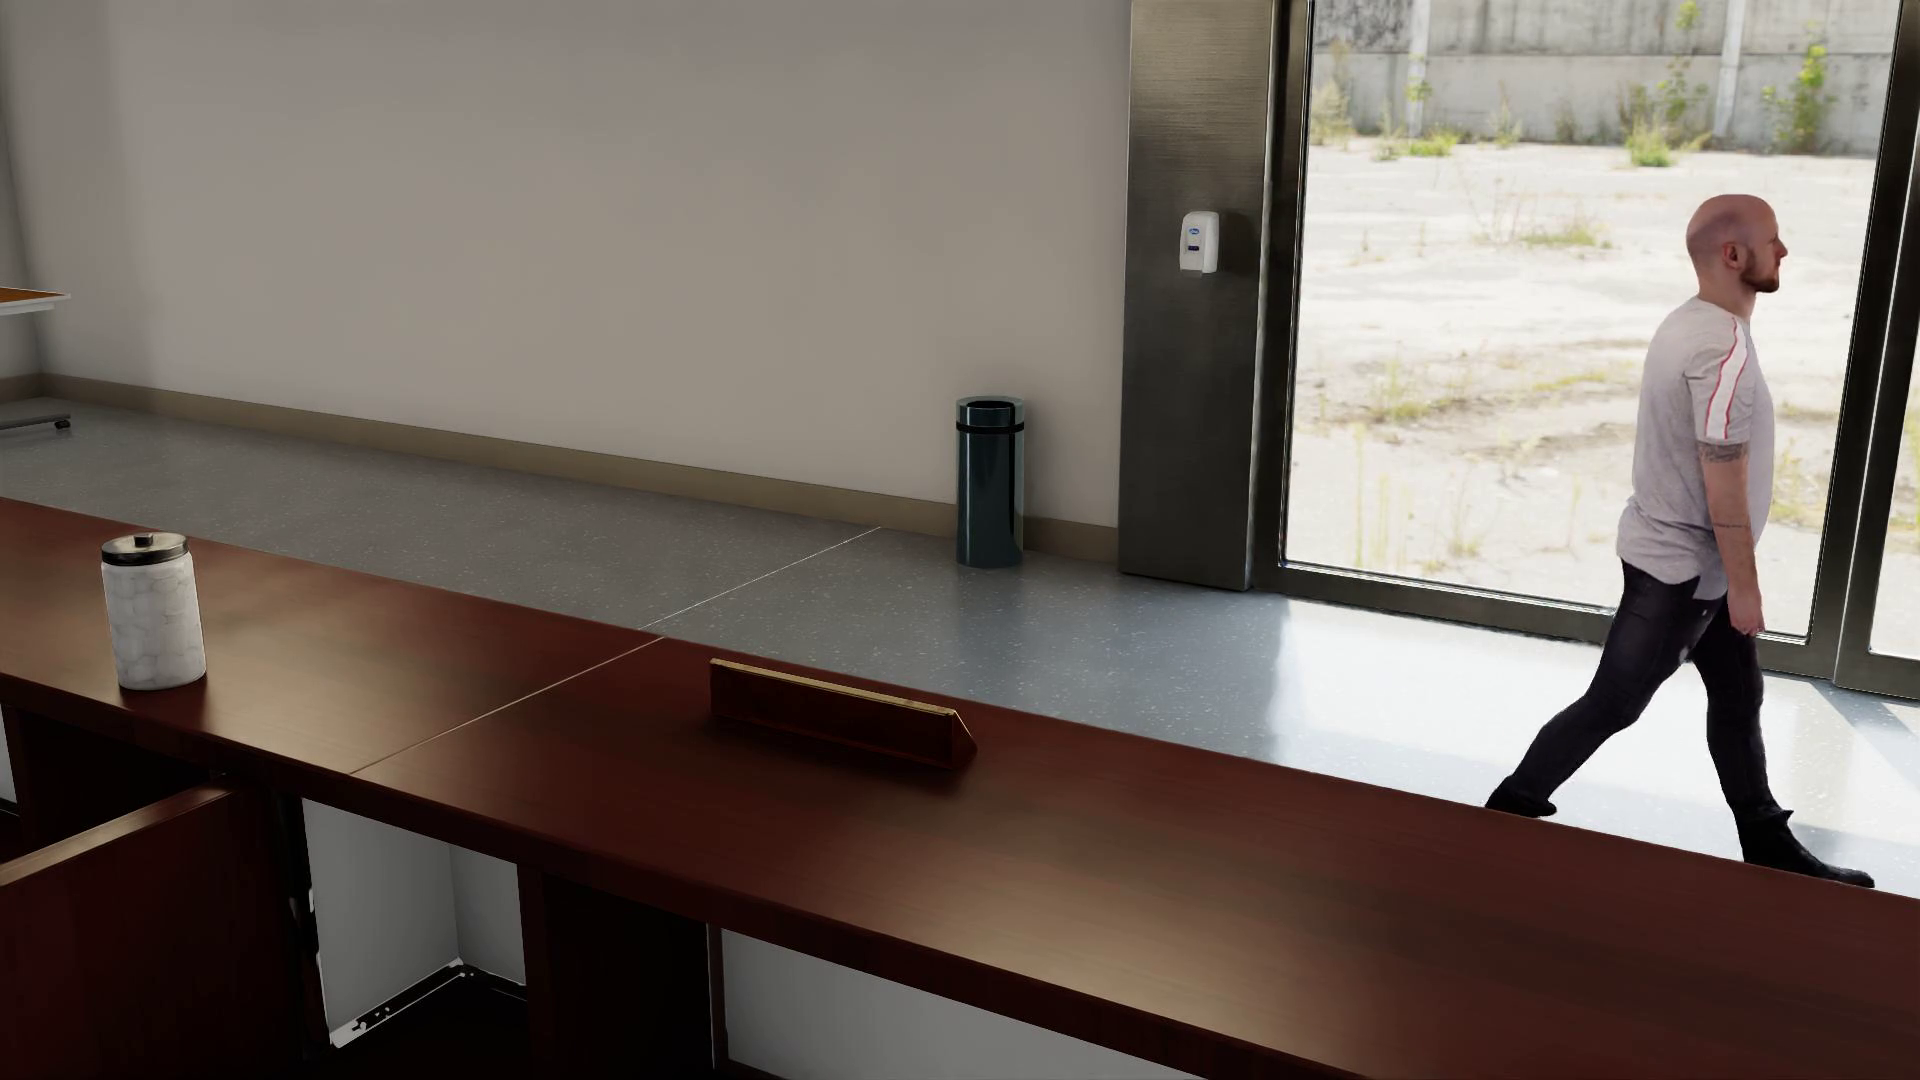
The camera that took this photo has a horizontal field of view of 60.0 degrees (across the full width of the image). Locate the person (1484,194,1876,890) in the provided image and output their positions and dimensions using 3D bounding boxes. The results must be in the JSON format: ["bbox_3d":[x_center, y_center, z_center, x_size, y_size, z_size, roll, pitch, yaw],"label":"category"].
[{"bbox_3d":[1.713,0.077,4.182,0.868,1.786,1.205,6,17,19],"label":"person"}]
